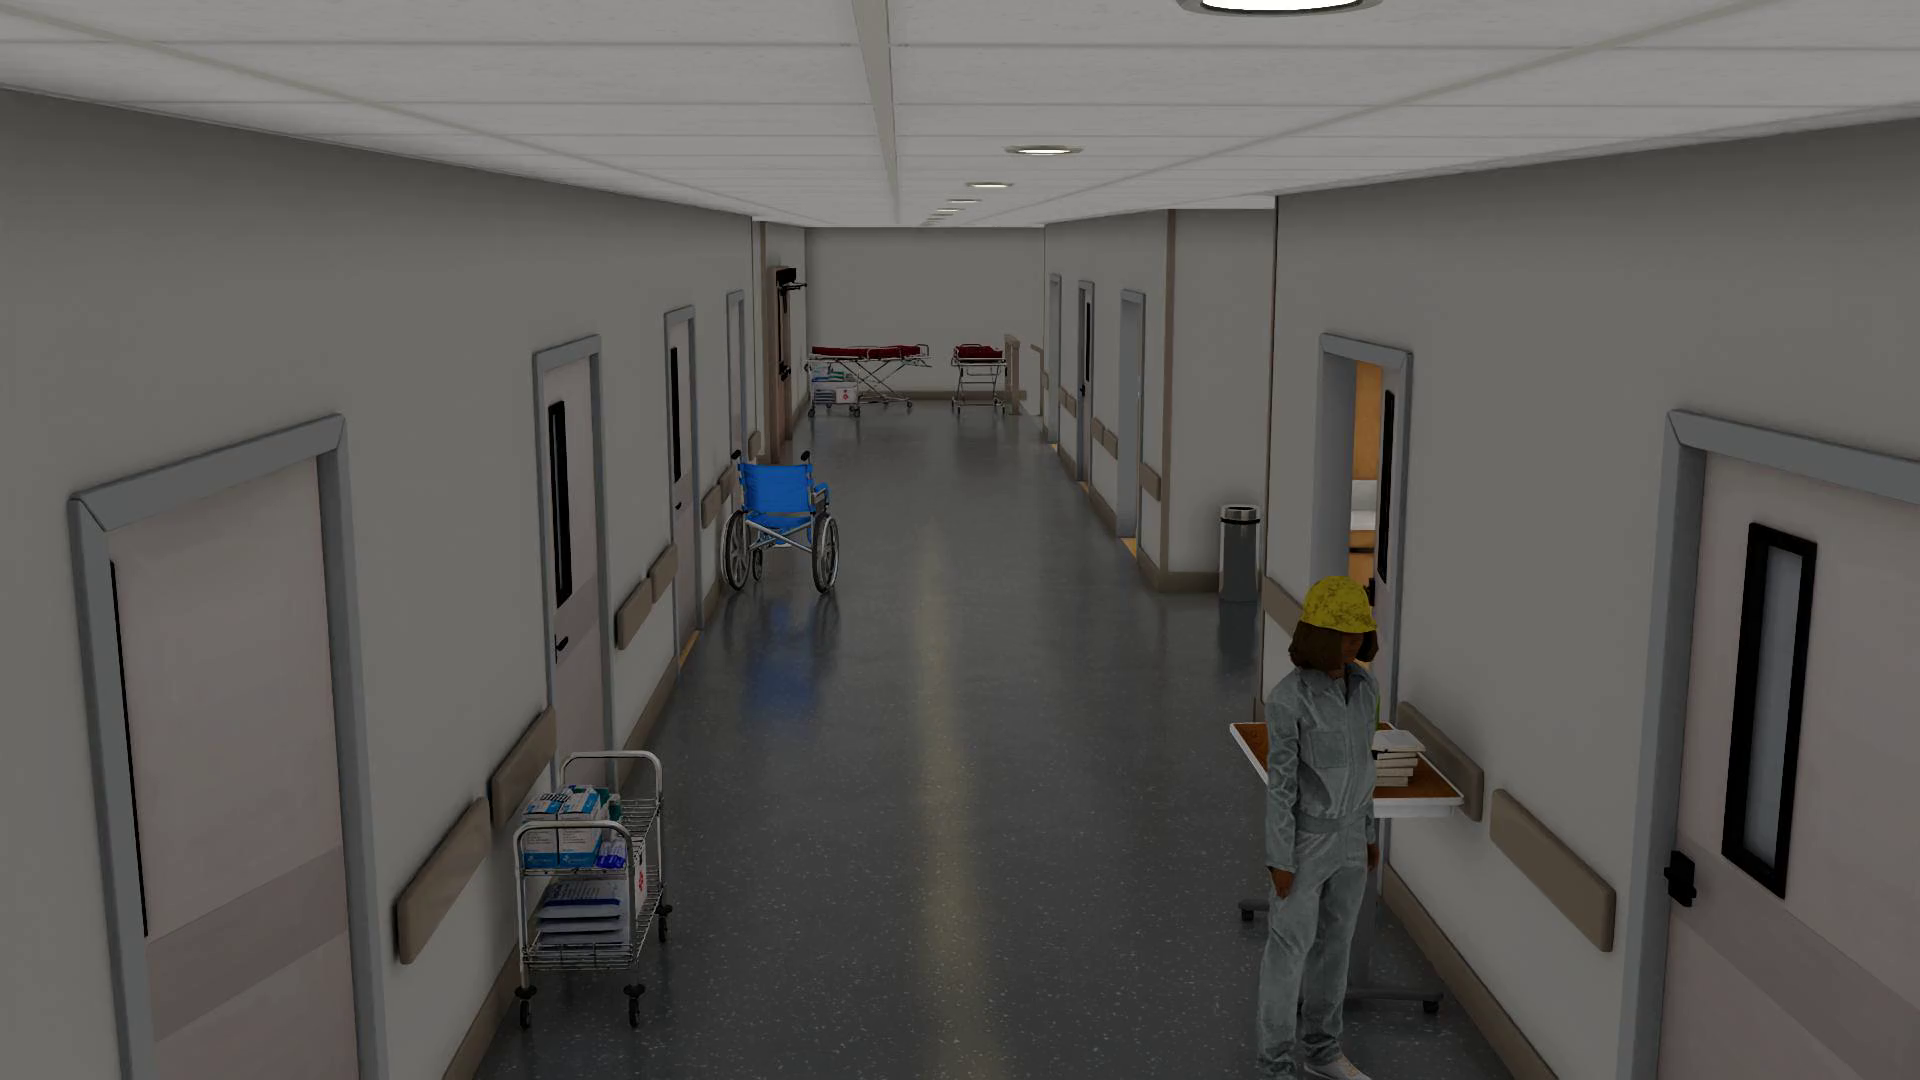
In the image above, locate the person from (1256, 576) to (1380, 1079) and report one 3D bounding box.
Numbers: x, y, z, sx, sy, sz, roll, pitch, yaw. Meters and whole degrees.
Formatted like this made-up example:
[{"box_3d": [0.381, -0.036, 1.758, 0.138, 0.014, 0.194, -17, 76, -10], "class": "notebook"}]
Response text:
[{"box_3d": [1.170, 0.968, 5.296, 0.493, 1.743, 0.296, -8, 13, -38], "class": "person"}]
